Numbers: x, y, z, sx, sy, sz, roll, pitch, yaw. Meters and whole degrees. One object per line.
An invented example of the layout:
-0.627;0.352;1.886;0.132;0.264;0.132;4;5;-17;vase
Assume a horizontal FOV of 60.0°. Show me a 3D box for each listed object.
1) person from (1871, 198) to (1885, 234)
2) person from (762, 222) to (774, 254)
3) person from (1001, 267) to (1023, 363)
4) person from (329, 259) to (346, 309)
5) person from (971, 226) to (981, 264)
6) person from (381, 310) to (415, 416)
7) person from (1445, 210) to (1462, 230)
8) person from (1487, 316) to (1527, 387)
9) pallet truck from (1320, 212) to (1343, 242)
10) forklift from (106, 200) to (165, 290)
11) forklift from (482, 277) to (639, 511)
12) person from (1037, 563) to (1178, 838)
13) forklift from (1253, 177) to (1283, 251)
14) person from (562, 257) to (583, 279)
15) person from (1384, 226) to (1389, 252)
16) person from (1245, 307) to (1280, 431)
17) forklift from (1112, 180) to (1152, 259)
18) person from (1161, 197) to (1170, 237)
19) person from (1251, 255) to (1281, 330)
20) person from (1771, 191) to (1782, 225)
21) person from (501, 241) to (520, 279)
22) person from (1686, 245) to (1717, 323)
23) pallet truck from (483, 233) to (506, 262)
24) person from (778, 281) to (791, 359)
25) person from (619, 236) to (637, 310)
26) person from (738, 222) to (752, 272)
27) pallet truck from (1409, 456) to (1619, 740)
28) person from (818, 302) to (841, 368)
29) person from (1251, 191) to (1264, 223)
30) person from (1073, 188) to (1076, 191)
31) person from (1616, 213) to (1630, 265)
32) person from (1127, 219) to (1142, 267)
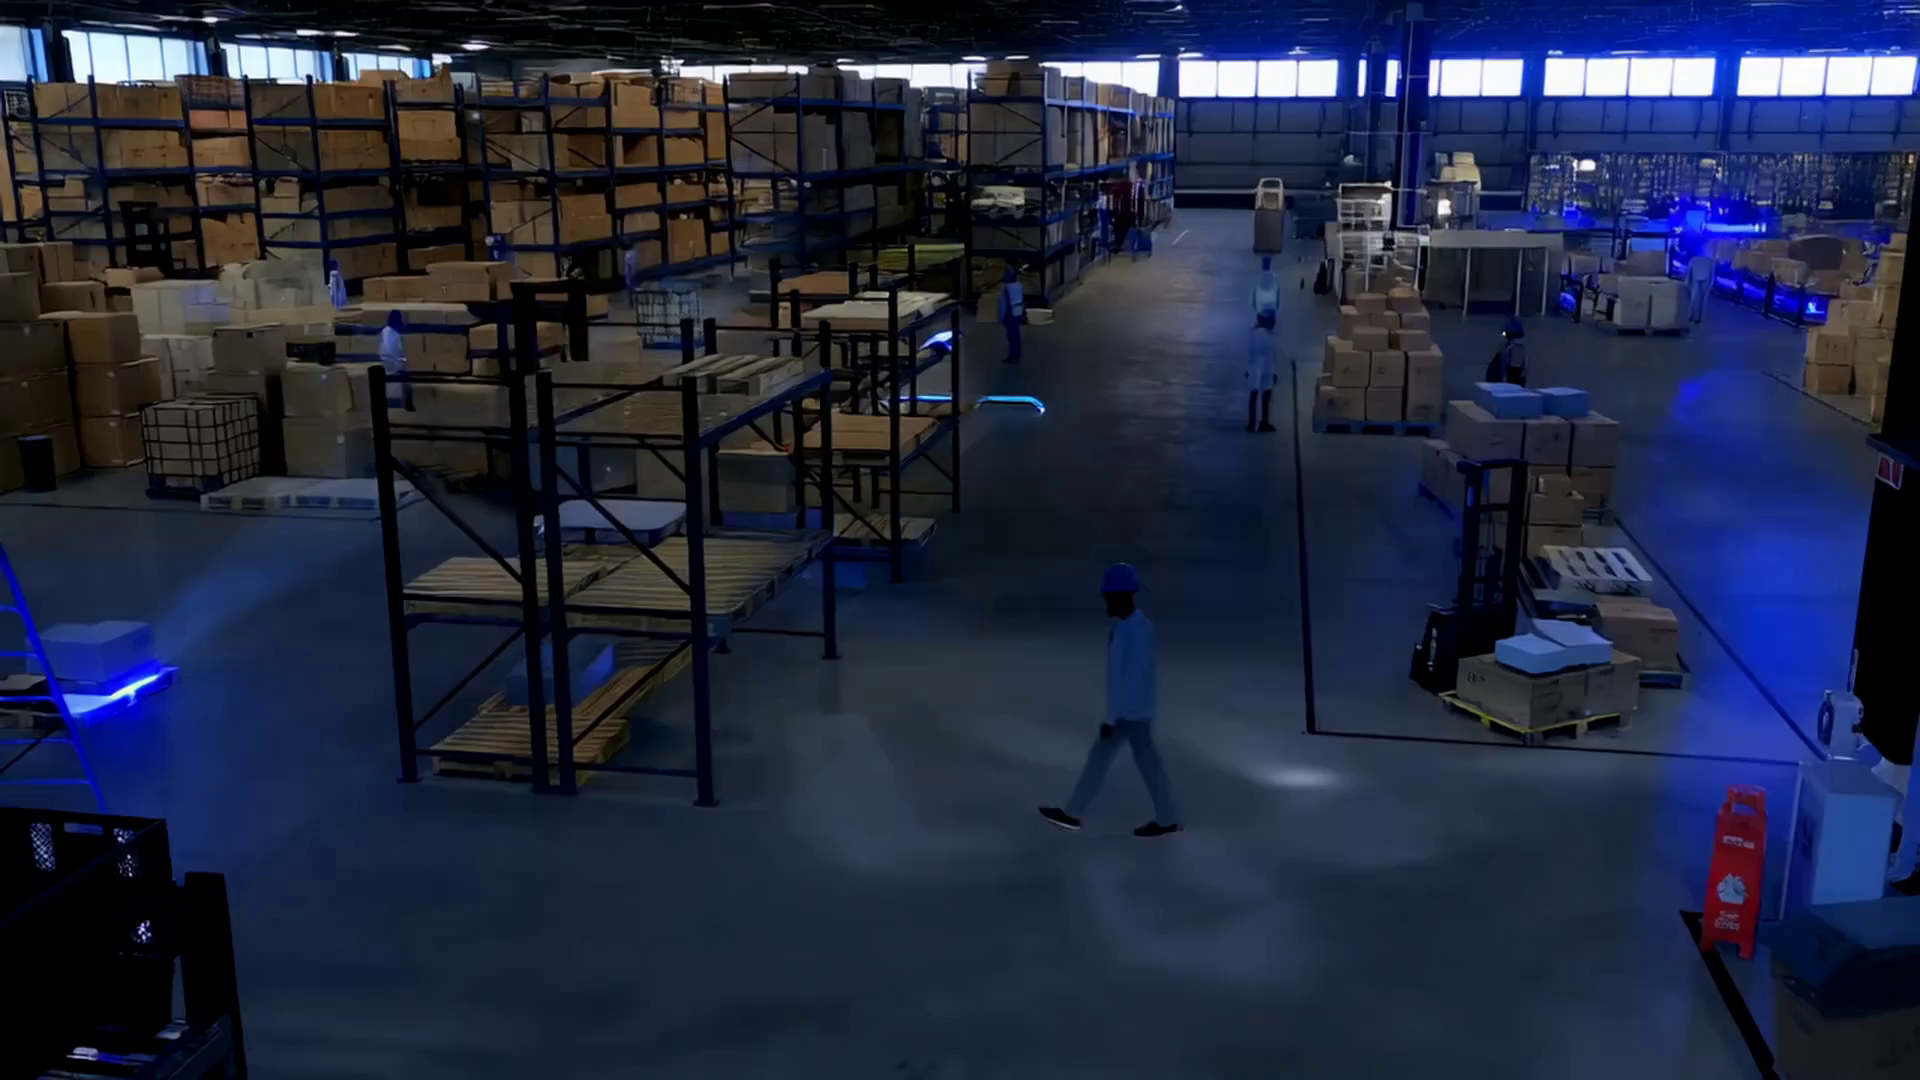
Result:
39.325;-13.738;71.209;0.947;1.805;0.580;1;14;5;person
-7.260;-11.671;63.153;0.497;1.633;0.285;-1;14;-5;person
1.066;-4.540;33.619;0.371;1.915;0.595;7;16;27;person
-14.469;-5.685;38.731;0.324;1.689;0.537;-6;15;-22;person
0.547;-10.545;58.312;0.533;1.767;0.326;12;18;40;person
-9.130;-2.798;26.762;0.804;1.816;0.627;-2;14;-9;person
16.421;-9.947;55.304;0.611;2.048;0.364;-4;14;-17;person
7.825;-2.197;23.850;0.536;2.000;0.676;5;15;18;person
15.874;-13.227;70.310;0.680;1.201;1.601;10;17;35;pallet truck
-21.414;-7.495;43.634;1.129;2.768;1.873;3;14;13;forklift
-4.998;-1.822;20.600;1.873;2.768;1.129;12;18;40;forklift
1.017;1.073;10.919;0.960;1.877;0.596;-2;14;-7;person
12.083;-12.747;64.956;1.129;2.768;1.873;3;14;10;forklift
-9.353;-6.022;40.230;0.518;1.632;0.314;0;14;-1;person
14.455;-9.883;55.897;0.270;1.631;0.506;-10;17;-36;person
4.736;-2.664;26.009;0.597;1.921;0.416;12;18;40;person
6.082;-11.722;60.796;1.873;2.768;1.129;2;14;9;forklift
9.110;-14.326;73.705;0.394;1.750;0.529;-10;17;-35;person
6.748;-5.304;36.679;0.638;1.927;0.912;2;14;10;person
38.583;-15.632;78.876;0.647;1.810;0.607;8;16;31;person
-11.158;-6.539;41.784;0.651;1.889;0.992;9;17;33;person
18.188;-6.303;40.839;0.649;1.885;0.751;5;15;20;person
-11.832;-7.026;43.548;1.885;1.965;0.823;8;16;28;pallet truck
-3.635;-4.495;34.060;0.529;1.621;0.598;9;16;33;person
-8.706;-6.976;43.500;0.671;1.913;0.565;-7;15;-25;person
-7.162;-9.808;55.453;0.539;1.698;0.318;-13;19;-41;person
4.504;0.400;13.395;0.823;1.965;1.885;-6;15;-23;pallet truck
-2.410;-3.777;30.676;0.698;1.852;0.529;-12;18;-39;person
15.033;-16.903;83.754;0.647;1.936;1.009;-5;15;-19;person
6.132;-18.045;89.015;0.307;1.644;0.514;9;16;32;person
23.168;-10.512;58.081;0.403;1.817;0.601;9;17;33;person
5.969;-10.171;57.011;0.531;1.647;0.890;1;14;2;person
